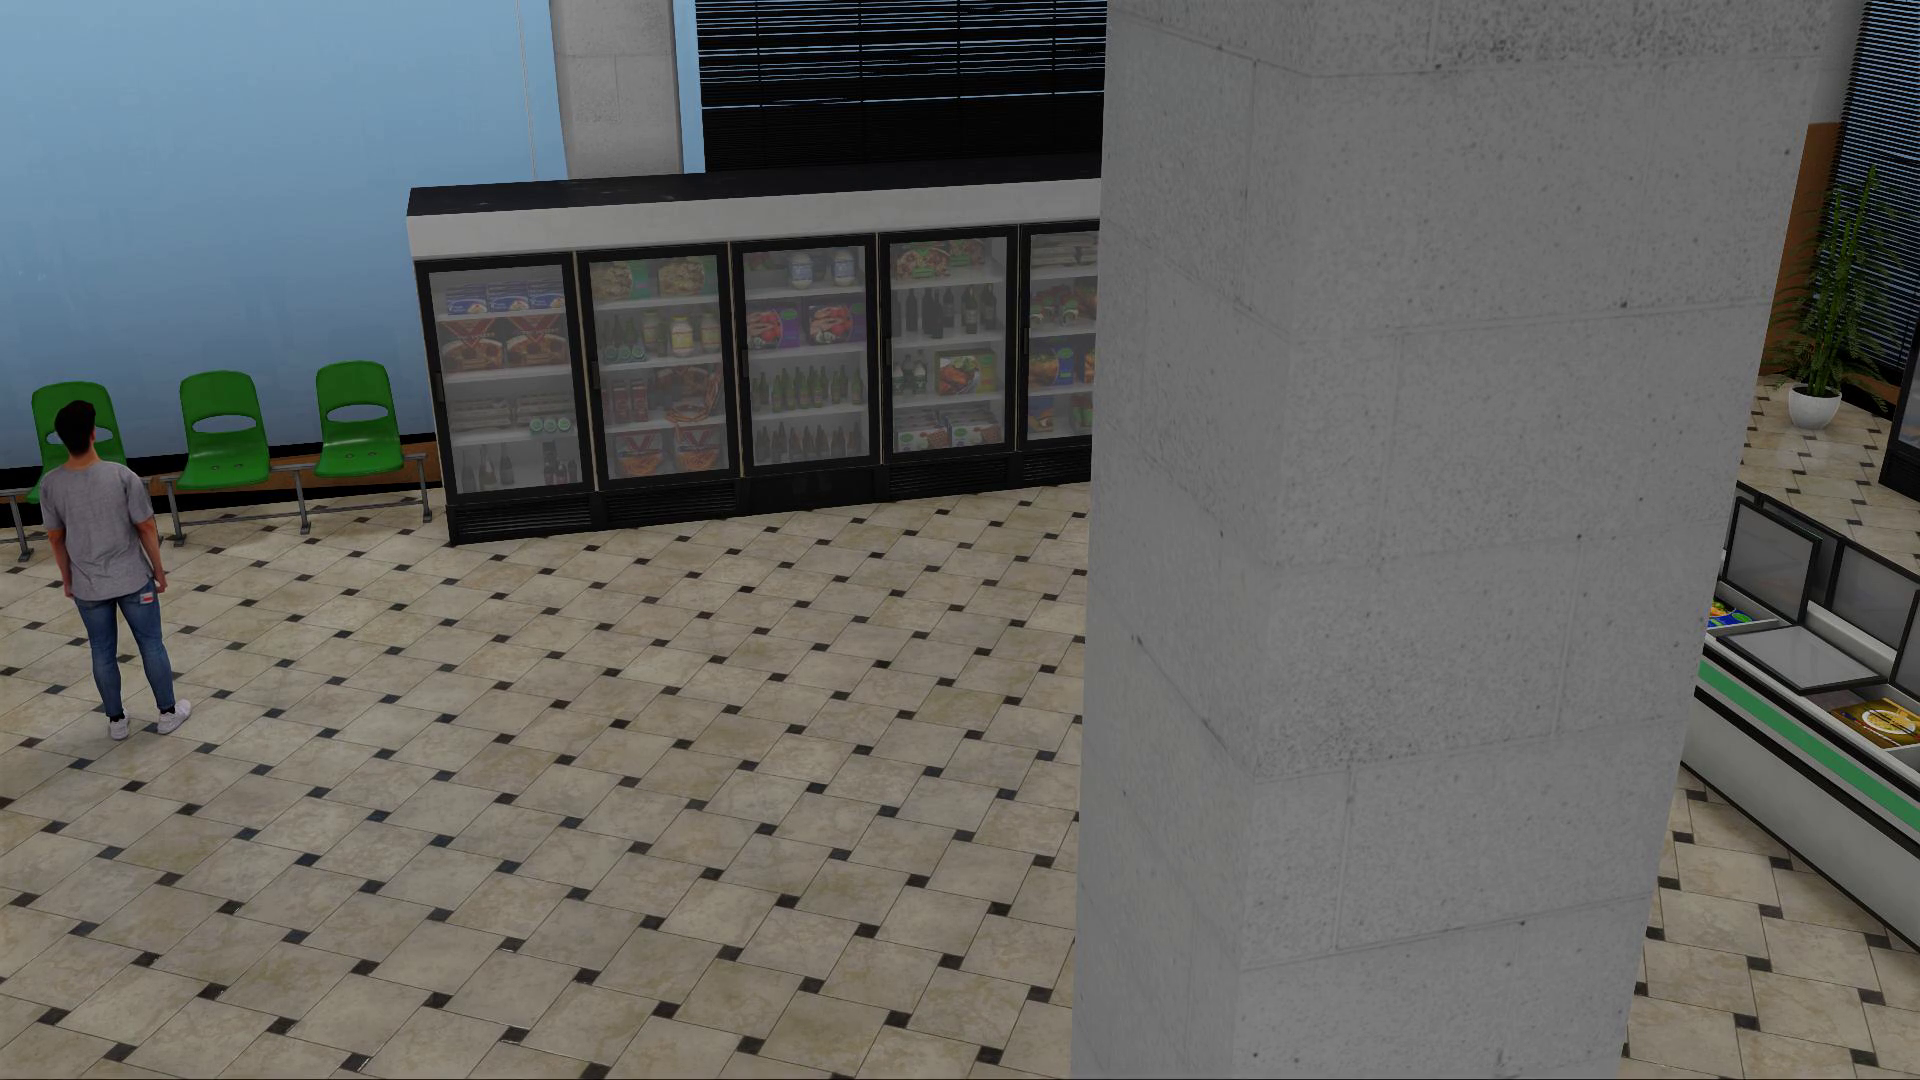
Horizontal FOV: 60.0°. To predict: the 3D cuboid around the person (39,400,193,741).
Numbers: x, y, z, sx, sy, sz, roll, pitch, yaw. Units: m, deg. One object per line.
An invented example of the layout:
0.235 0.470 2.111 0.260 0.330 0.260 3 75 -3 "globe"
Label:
-4.531 0.171 8.858 0.666 1.888 0.529 -6 24 -14 "person"
